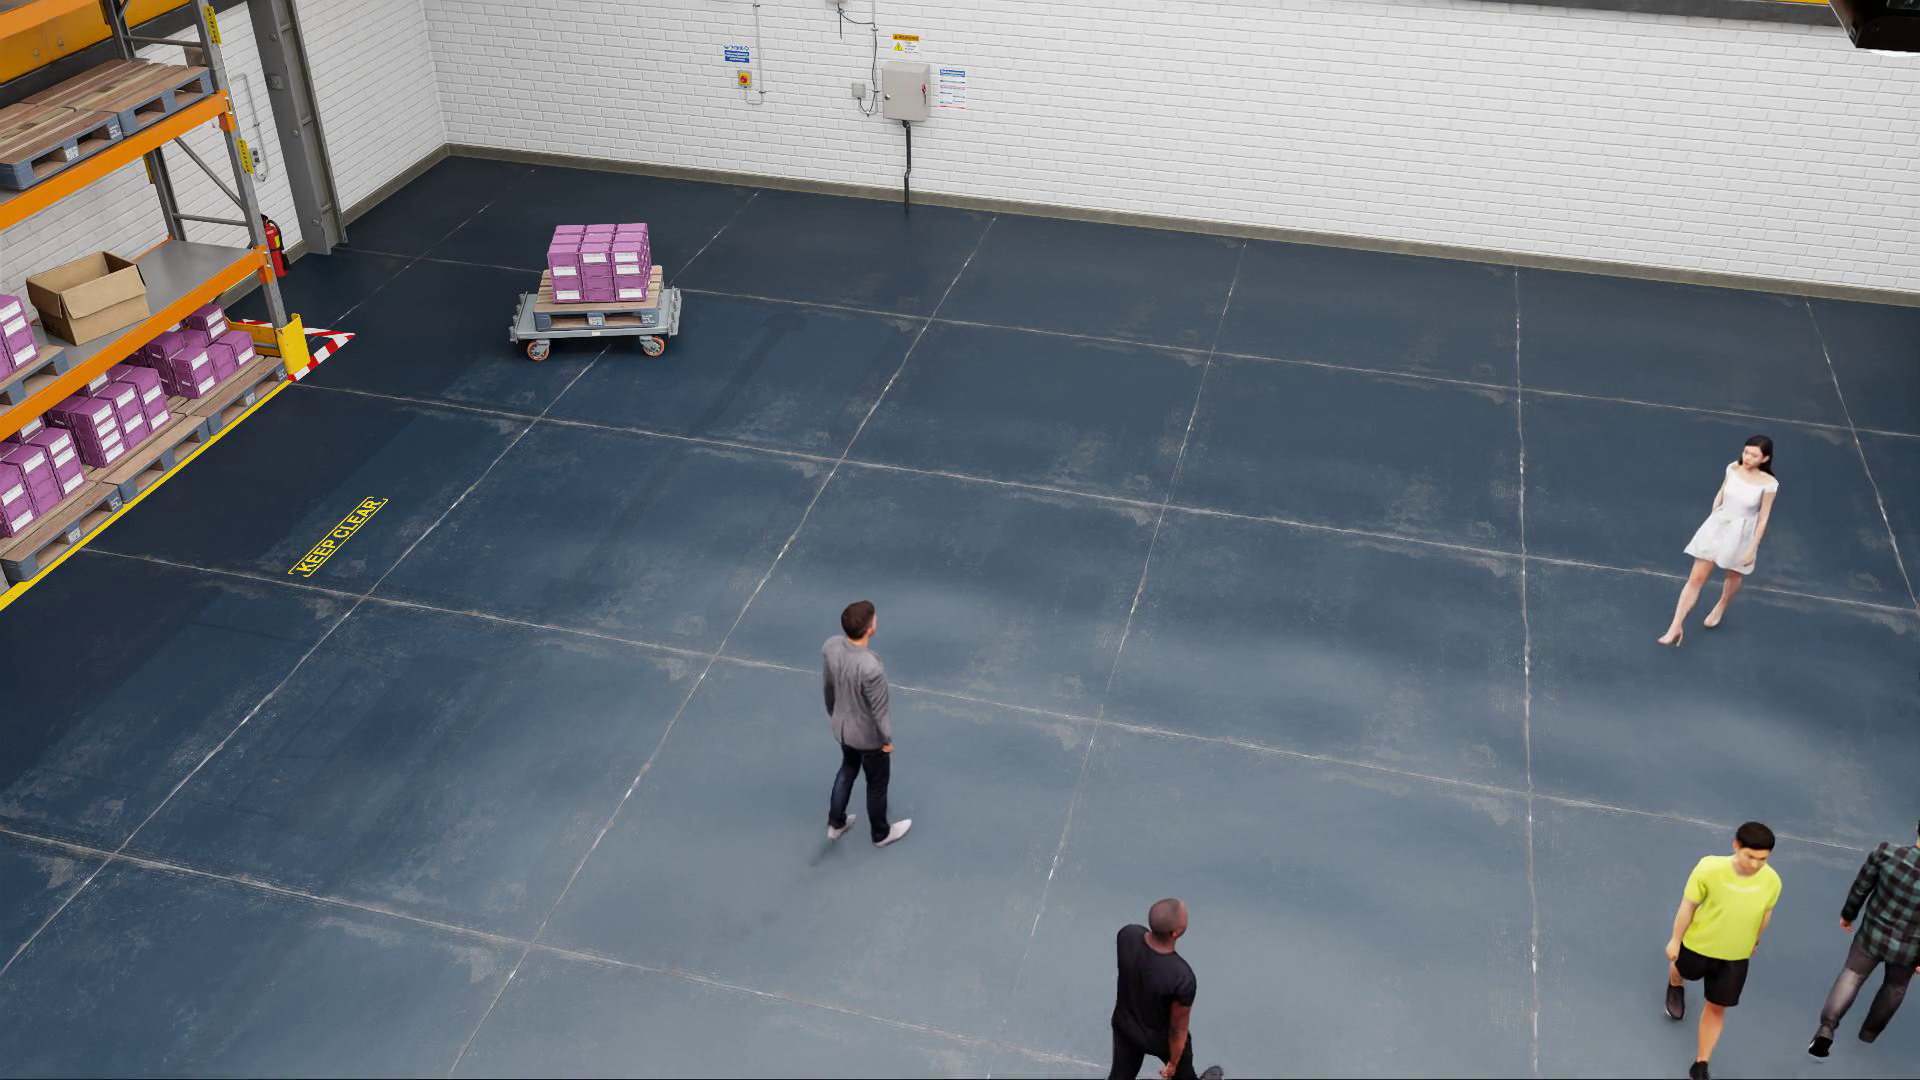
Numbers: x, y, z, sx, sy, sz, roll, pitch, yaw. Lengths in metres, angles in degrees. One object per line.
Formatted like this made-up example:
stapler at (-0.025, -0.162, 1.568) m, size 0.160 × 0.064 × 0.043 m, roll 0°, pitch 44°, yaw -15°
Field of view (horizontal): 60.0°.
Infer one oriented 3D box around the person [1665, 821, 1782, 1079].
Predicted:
person at (4.169, 2.158, 9.210) m, size 0.634 × 1.663 × 1.083 m, roll 9°, pitch 35°, yaw 13°

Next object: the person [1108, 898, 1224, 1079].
person at (0.899, 2.562, 8.505) m, size 1.269 × 1.773 × 1.062 m, roll -28°, pitch 43°, yaw -35°

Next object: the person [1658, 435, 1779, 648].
person at (5.813, -0.024, 12.423) m, size 1.172 × 1.742 × 1.022 m, roll -25°, pitch 41°, yaw -32°

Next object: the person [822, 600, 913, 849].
person at (-0.643, 1.189, 10.480) m, size 0.844 × 1.871 × 0.893 m, roll 29°, pitch 43°, yaw 36°

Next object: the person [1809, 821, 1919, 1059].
person at (5.007, 2.156, 8.947) m, size 0.945 × 1.696 × 1.061 m, roll 29°, pitch 43°, yaw 36°
